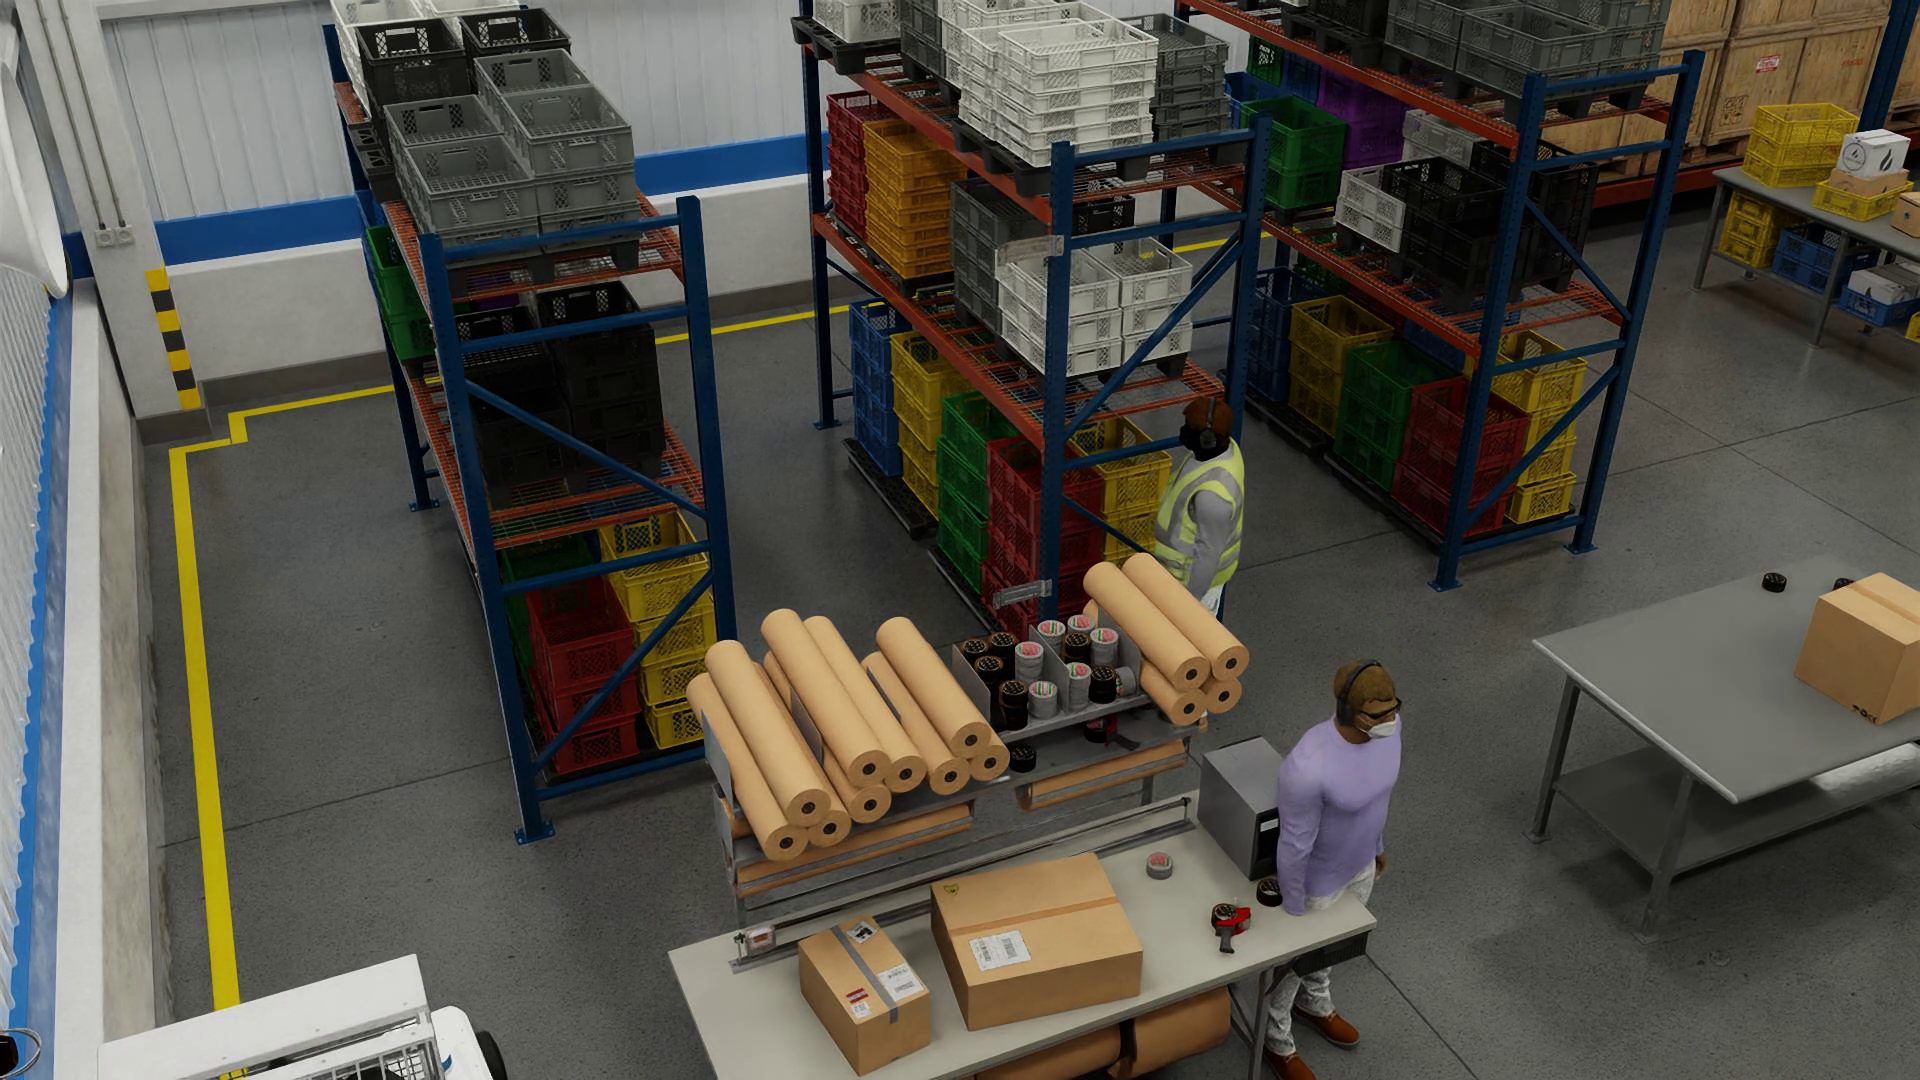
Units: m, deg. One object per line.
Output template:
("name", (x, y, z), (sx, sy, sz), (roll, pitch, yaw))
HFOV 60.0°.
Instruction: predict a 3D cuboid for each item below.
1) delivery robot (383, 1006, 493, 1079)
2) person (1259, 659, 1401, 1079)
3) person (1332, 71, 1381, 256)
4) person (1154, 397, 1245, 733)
("delivery robot", (-1.915, 2.084, 6.205), (0.477, 0.478, 0.707), (-17, 35, -25))
("person", (1.418, 1.252, 6.331), (0.627, 1.941, 0.371), (-27, 40, -36))
("person", (3.245, -3.188, 13.595), (0.587, 1.882, 0.341), (-8, 33, -13))
("person", (1.165, 0.126, 8.253), (0.429, 1.844, 0.627), (4, 32, 6))
